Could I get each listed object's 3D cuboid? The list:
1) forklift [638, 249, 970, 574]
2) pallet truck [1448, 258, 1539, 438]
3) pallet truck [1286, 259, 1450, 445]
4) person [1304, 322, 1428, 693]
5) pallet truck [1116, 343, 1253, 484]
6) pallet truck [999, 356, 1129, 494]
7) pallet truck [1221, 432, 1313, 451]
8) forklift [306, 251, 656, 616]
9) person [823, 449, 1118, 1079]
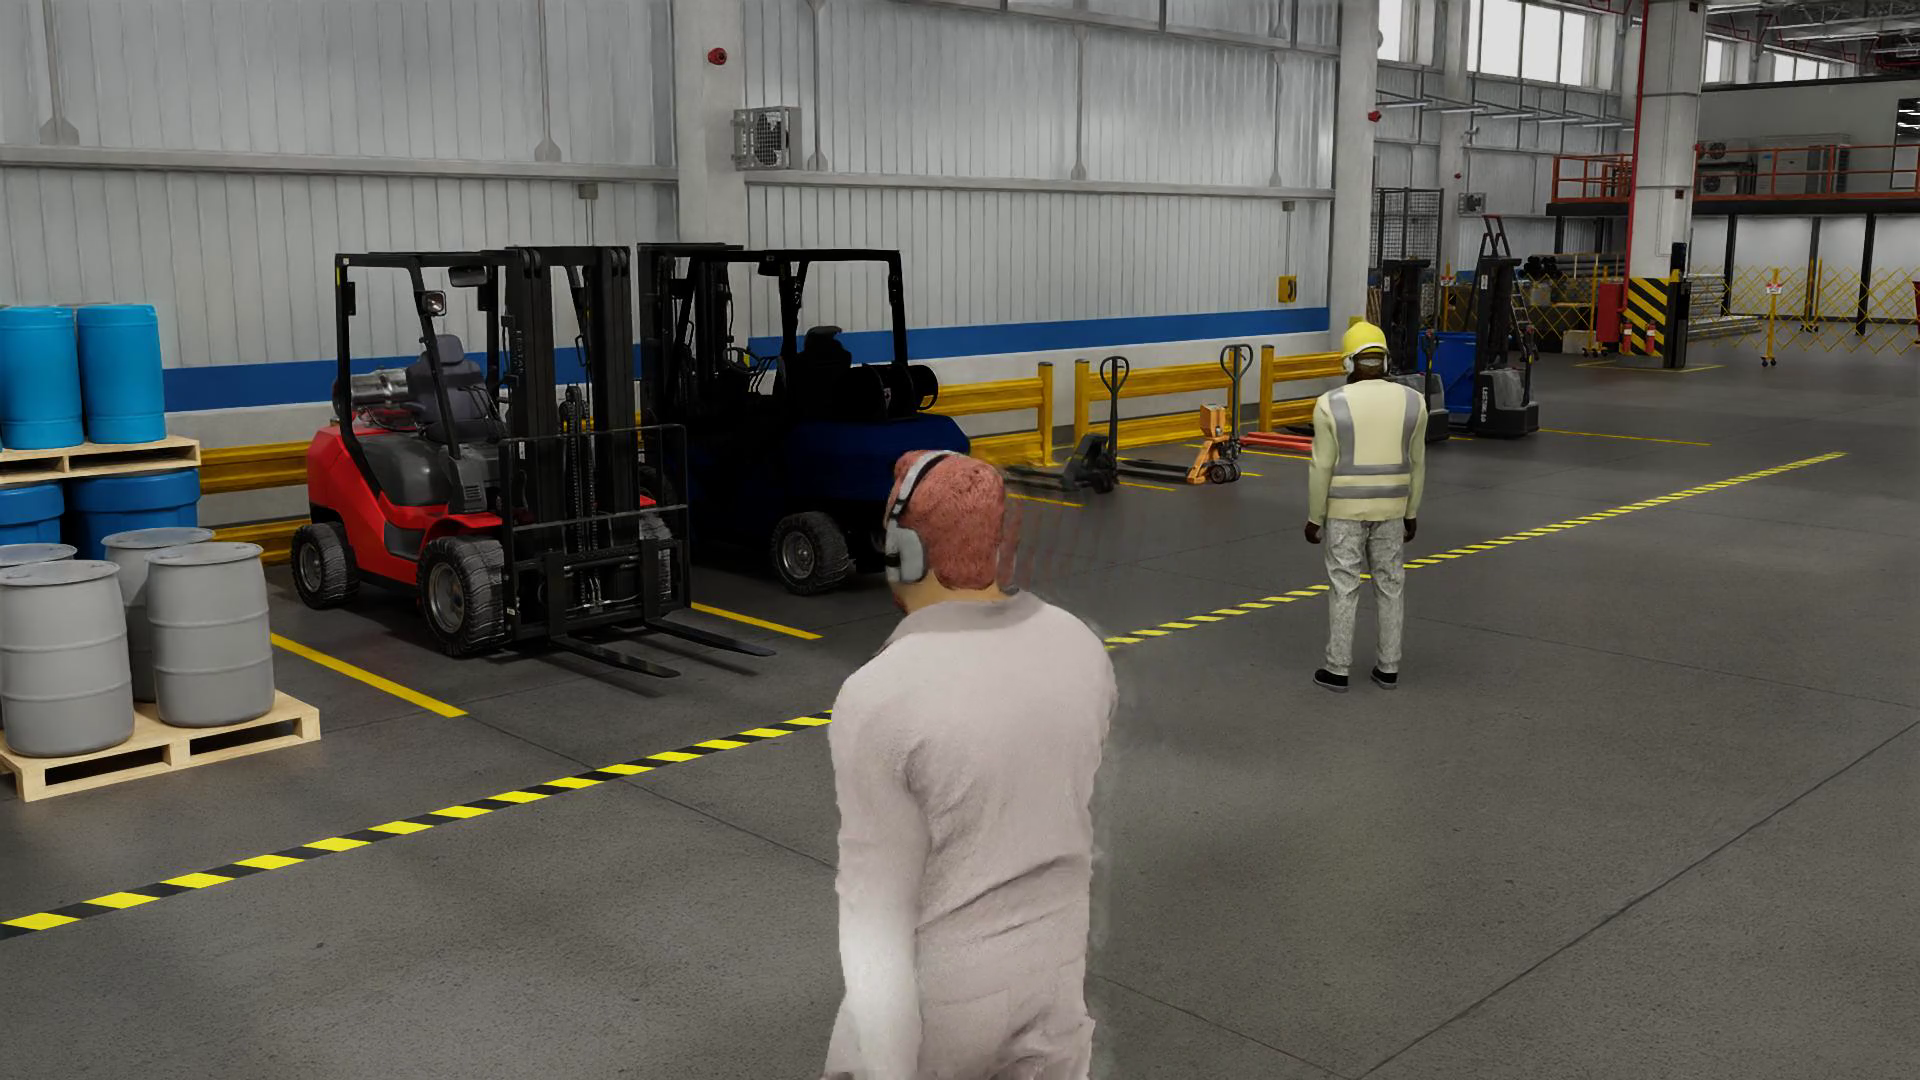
[{"bbox_3d":[-1.173,-0.958,11.239,2.680,1.987,1.157,10,14,43],"label":"forklift"},{"bbox_3d":[5.704,-2.208,18.901,1.885,1.965,0.823,10,14,43],"label":"pallet truck"},{"bbox_3d":[4.493,-2.078,18.196,0.823,1.965,1.885,-9,14,-40],"label":"pallet truck"},{"bbox_3d":[1.977,-0.153,8.172,0.588,1.823,0.403,-1,10,-8],"label":"person"},{"bbox_3d":[1.962,-1.215,15.415,1.522,1.261,0.704,10,14,43],"label":"pallet truck"},{"bbox_3d":[0.784,-1.085,14.876,0.680,1.201,1.601,-10,14,-44],"label":"pallet truck"},{"bbox_3d":[3.563,-1.581,17.381,0.653,1.274,1.630,-10,14,-44],"label":"pallet truck"},{"bbox_3d":[-2.833,-0.669,9.694,1.157,1.987,2.680,-10,14,-44],"label":"forklift"},{"bbox_3d":[-0.057,0.769,3.003,0.642,1.874,0.864,-9,13,-39],"label":"person"}]
